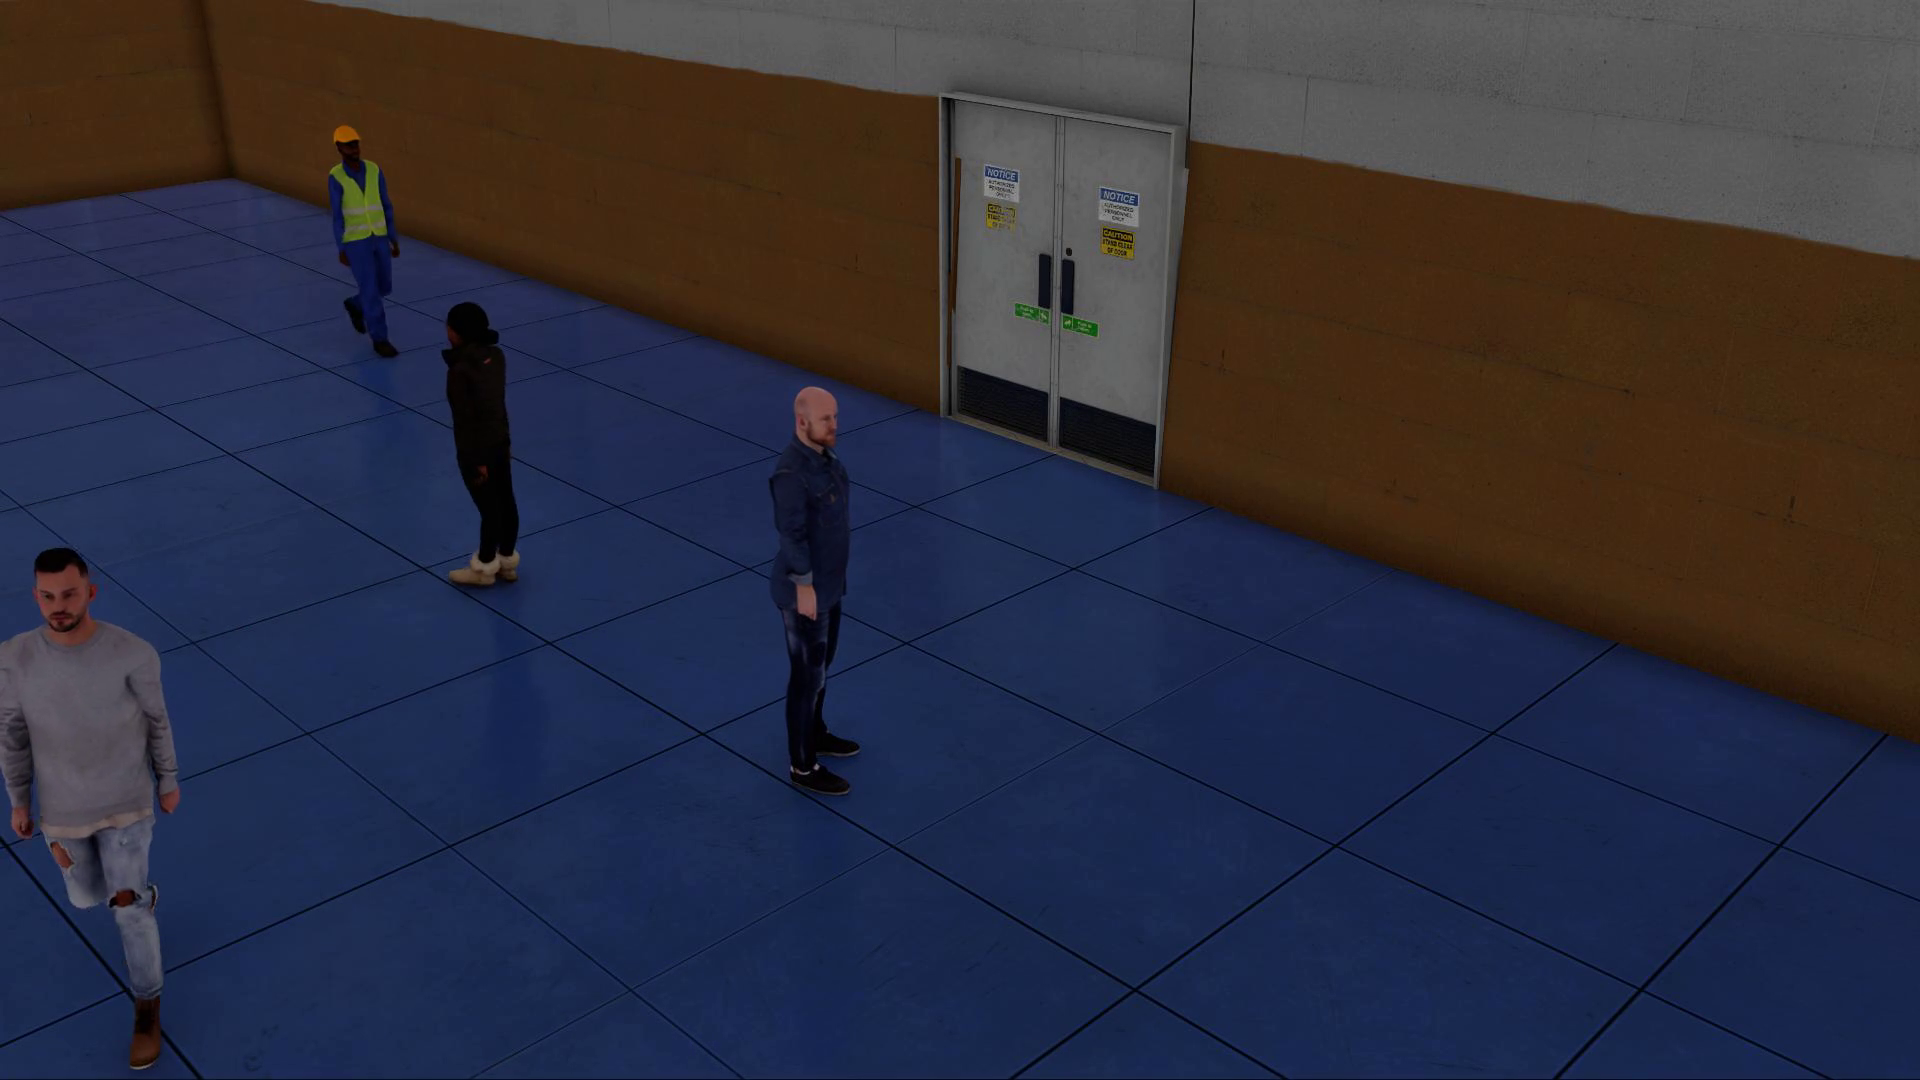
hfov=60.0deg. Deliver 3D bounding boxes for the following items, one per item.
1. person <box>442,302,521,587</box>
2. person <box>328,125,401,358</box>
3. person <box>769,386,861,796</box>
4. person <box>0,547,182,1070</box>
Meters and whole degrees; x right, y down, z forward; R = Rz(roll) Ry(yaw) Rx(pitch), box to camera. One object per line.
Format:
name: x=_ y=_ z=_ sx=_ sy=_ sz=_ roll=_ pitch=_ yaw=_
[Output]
person: x=-2.597 y=-0.491 z=9.083 sx=0.761 sy=1.657 sz=0.736 roll=0 pitch=24 yaw=0
person: x=-4.780 y=-2.395 z=13.264 sx=0.801 sy=1.793 sz=0.975 roll=18 pitch=29 yaw=35
person: x=-0.643 y=0.208 z=7.277 sx=0.861 sy=1.824 sz=0.764 roll=3 pitch=24 yaw=7
person: x=-3.010 y=0.862 z=5.789 sx=1.138 sy=1.818 sz=1.132 roll=-4 pitch=24 yaw=-10
